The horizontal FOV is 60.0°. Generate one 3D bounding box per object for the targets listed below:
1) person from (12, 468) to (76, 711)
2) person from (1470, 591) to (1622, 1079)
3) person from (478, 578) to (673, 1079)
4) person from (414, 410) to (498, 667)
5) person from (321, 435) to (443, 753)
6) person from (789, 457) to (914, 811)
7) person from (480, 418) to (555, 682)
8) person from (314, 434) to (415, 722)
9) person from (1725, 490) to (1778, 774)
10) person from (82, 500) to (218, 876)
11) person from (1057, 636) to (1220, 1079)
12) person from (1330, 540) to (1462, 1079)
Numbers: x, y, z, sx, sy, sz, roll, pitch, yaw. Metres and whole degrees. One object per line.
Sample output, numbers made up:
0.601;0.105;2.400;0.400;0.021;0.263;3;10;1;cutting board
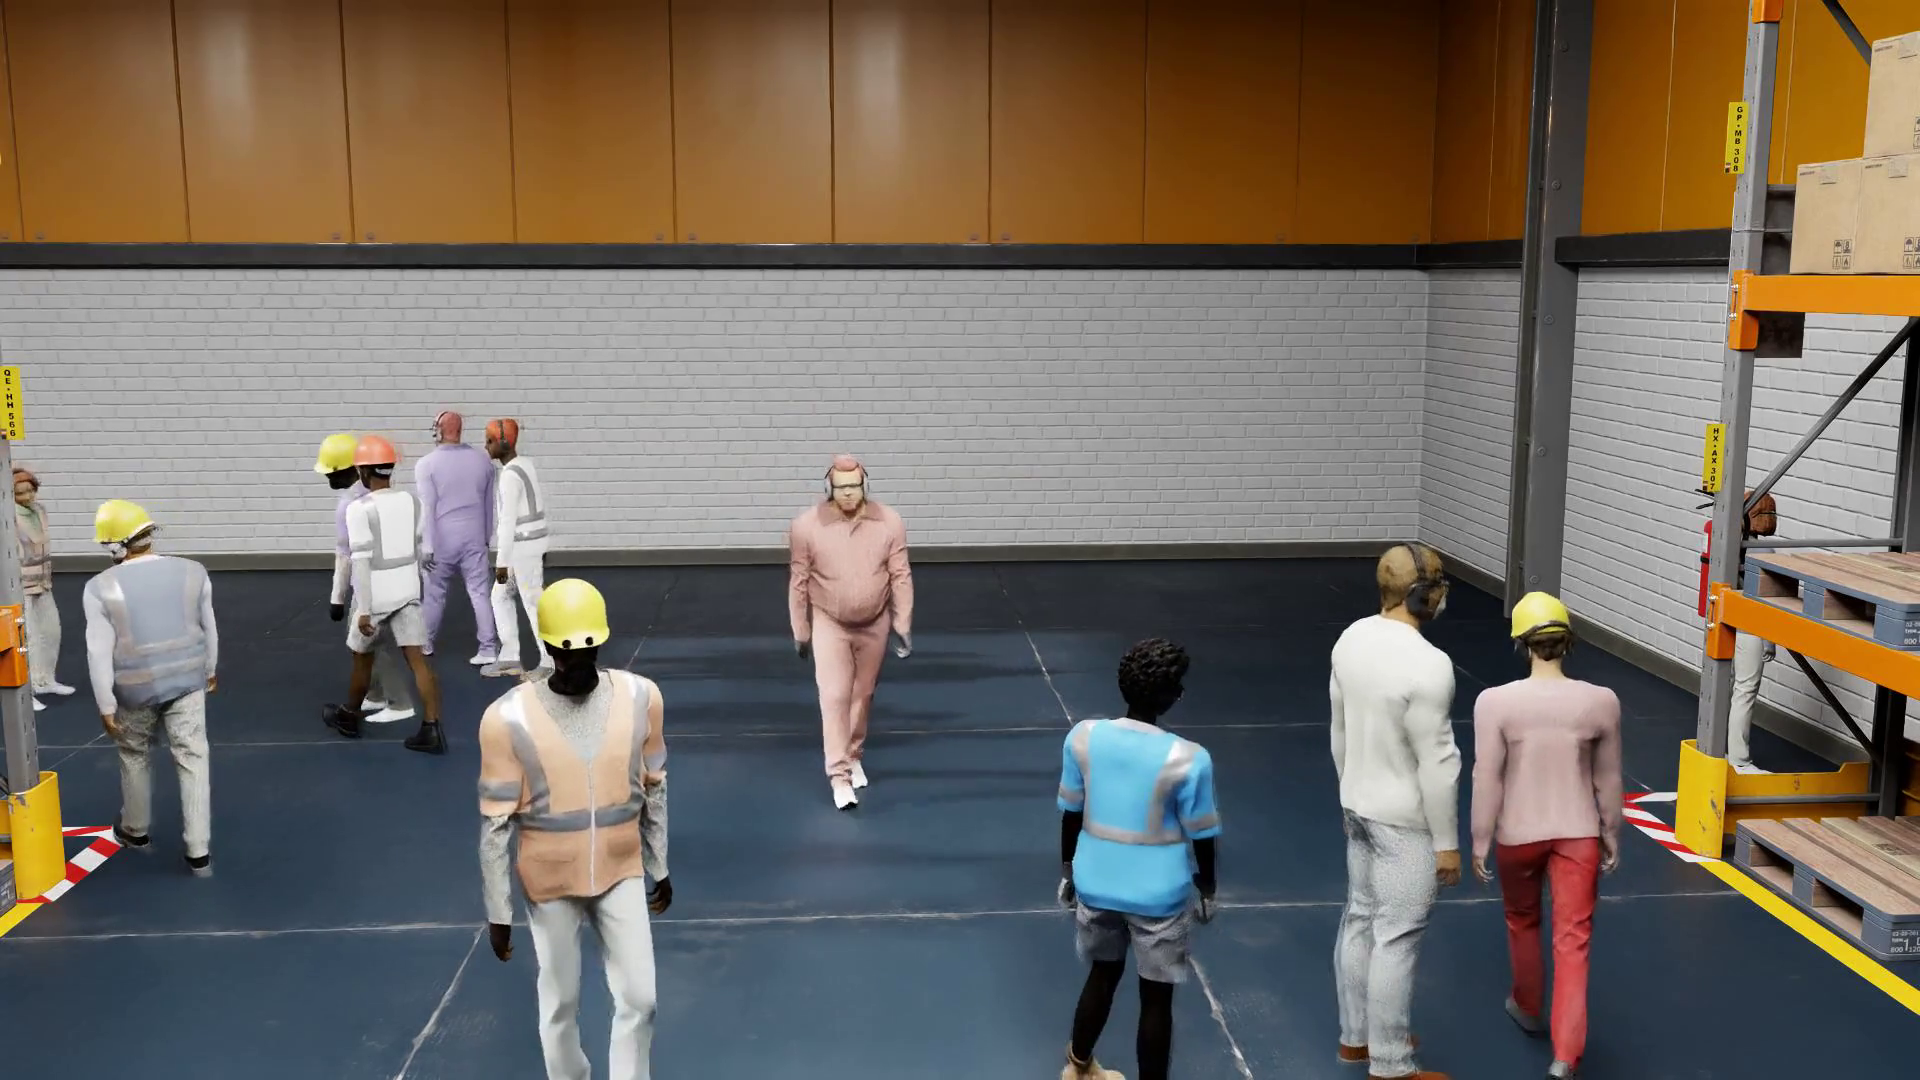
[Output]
-6.030;0.321;10.777;0.371;1.607;0.589;0;9;2;person
2.080;1.055;5.873;0.539;1.711;0.895;1;9;9;person
-1.163;1.064;5.174;0.625;1.904;0.650;-5;10;-27;person
-3.707;-0.014;12.116;1.011;1.853;0.669;8;12;42;person
-3.465;0.314;9.972;1.006;1.878;0.572;6;11;34;person
-0.559;0.495;8.916;0.642;1.862;0.933;-3;9;-17;person
-3.123;0.079;11.533;0.742;1.850;0.612;-1;9;-8;person
-3.735;0.253;10.413;0.567;1.867;0.679;-1;9;-9;person
4.441;0.527;9.422;0.267;1.632;0.509;-1;9;-9;person
-3.875;0.684;7.985;0.632;1.776;0.871;-8;12;-40;person
0.567;1.135;5.463;0.601;1.675;0.409;6;11;34;person
1.503;0.960;5.758;0.351;1.939;0.634;-3;9;-17;person
